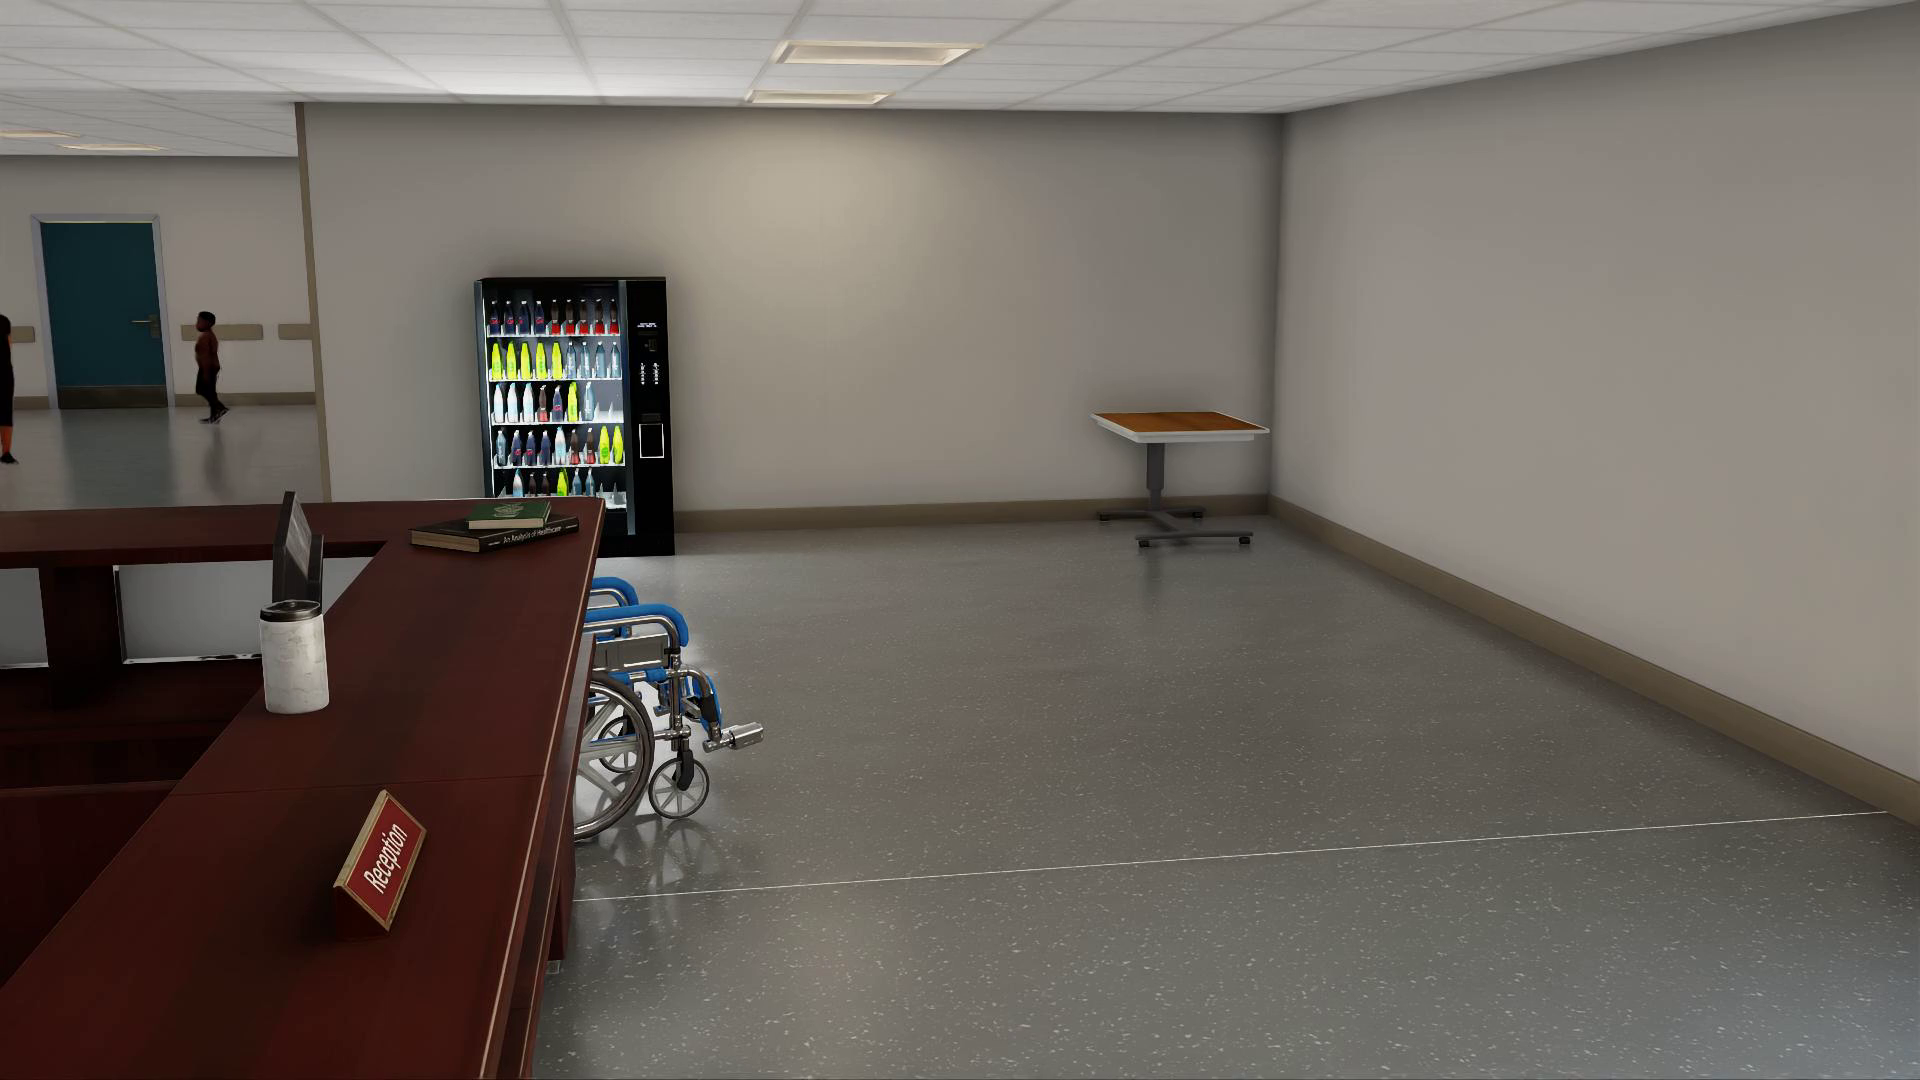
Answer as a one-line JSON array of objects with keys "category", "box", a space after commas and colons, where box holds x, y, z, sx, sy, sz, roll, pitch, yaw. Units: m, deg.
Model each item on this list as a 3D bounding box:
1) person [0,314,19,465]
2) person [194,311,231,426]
[{"category": "person", "box": [-8.957, -1.519, 15.304, 0.973, 1.651, 0.962, 9, 14, 40]}, {"category": "person", "box": [-8.222, -1.889, 18.335, 0.572, 1.248, 0.538, -2, 11, -8]}]
